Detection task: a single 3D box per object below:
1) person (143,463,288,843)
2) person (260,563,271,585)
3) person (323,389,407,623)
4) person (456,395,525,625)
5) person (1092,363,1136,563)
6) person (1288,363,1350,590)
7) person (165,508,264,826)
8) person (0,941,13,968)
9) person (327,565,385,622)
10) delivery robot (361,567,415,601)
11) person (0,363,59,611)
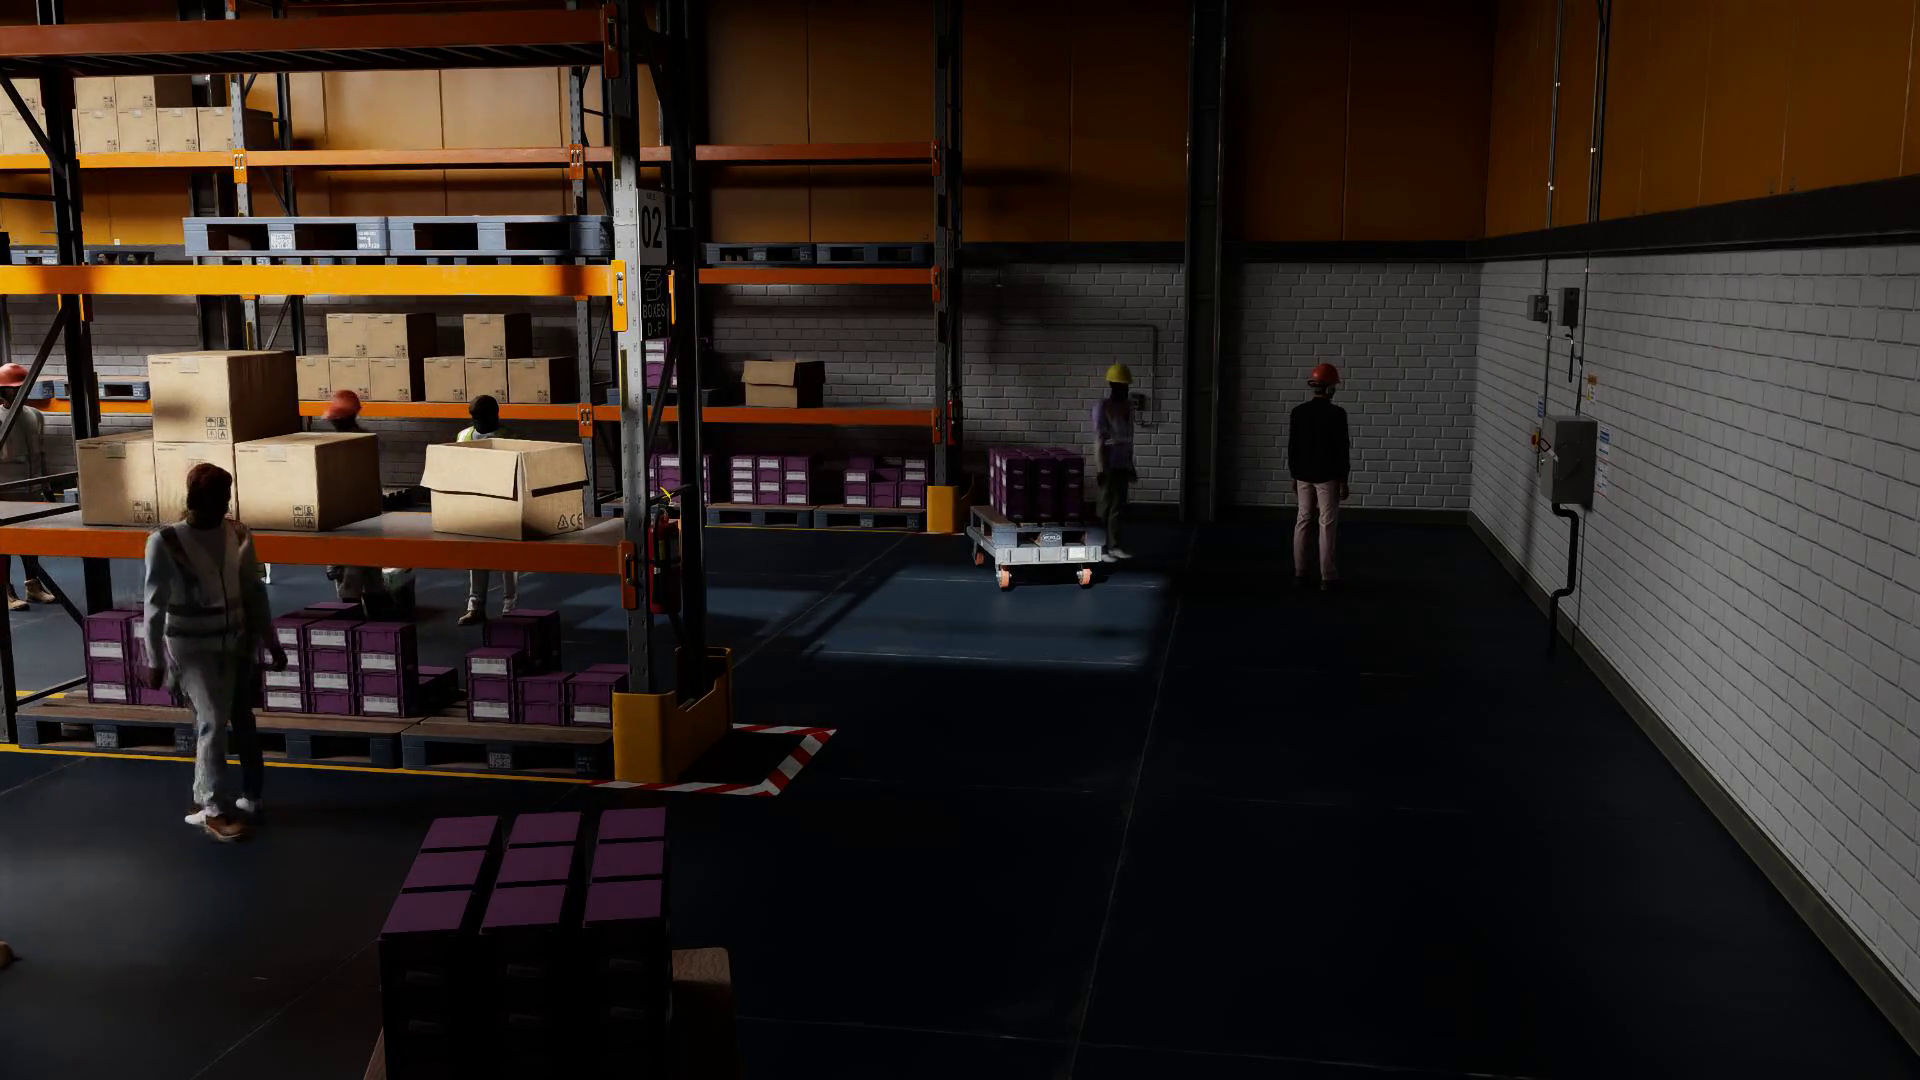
[{"bbox_3d":[-3.657,0.547,8.245,0.707,1.858,0.580,4,10,24],"label":"person"},{"bbox_3d":[-6.316,-0.375,14.662,0.314,1.637,0.514,3,10,20],"label":"person"},{"bbox_3d":[-4.641,-0.240,13.027,0.600,1.911,0.680,0,9,-3],"label":"person"},{"bbox_3d":[-3.722,-0.227,13.132,0.621,1.838,0.429,2,9,14],"label":"person"},{"bbox_3d":[1.510,-0.745,16.060,0.383,1.924,0.593,8,12,40],"label":"person"},{"bbox_3d":[3.183,-0.558,14.685,0.381,1.996,0.608,-8,12,-42],"label":"person"},{"bbox_3d":[-3.784,0.633,8.417,0.287,1.631,0.501,6,11,31],"label":"person"},{"bbox_3d":[-4.129,0.738,6.505,0.682,2.000,0.537,-1,9,-4],"label":"person"},{"bbox_3d":[-4.171,0.113,11.442,0.322,1.697,0.534,2,9,13],"label":"person"},{"bbox_3d":[-4.683,0.301,13.521,0.477,0.478,0.707,-1,9,-4],"label":"delivery robot"},{"bbox_3d":[-7.810,-0.444,13.824,0.379,2.045,0.605,3,10,20],"label":"person"}]
